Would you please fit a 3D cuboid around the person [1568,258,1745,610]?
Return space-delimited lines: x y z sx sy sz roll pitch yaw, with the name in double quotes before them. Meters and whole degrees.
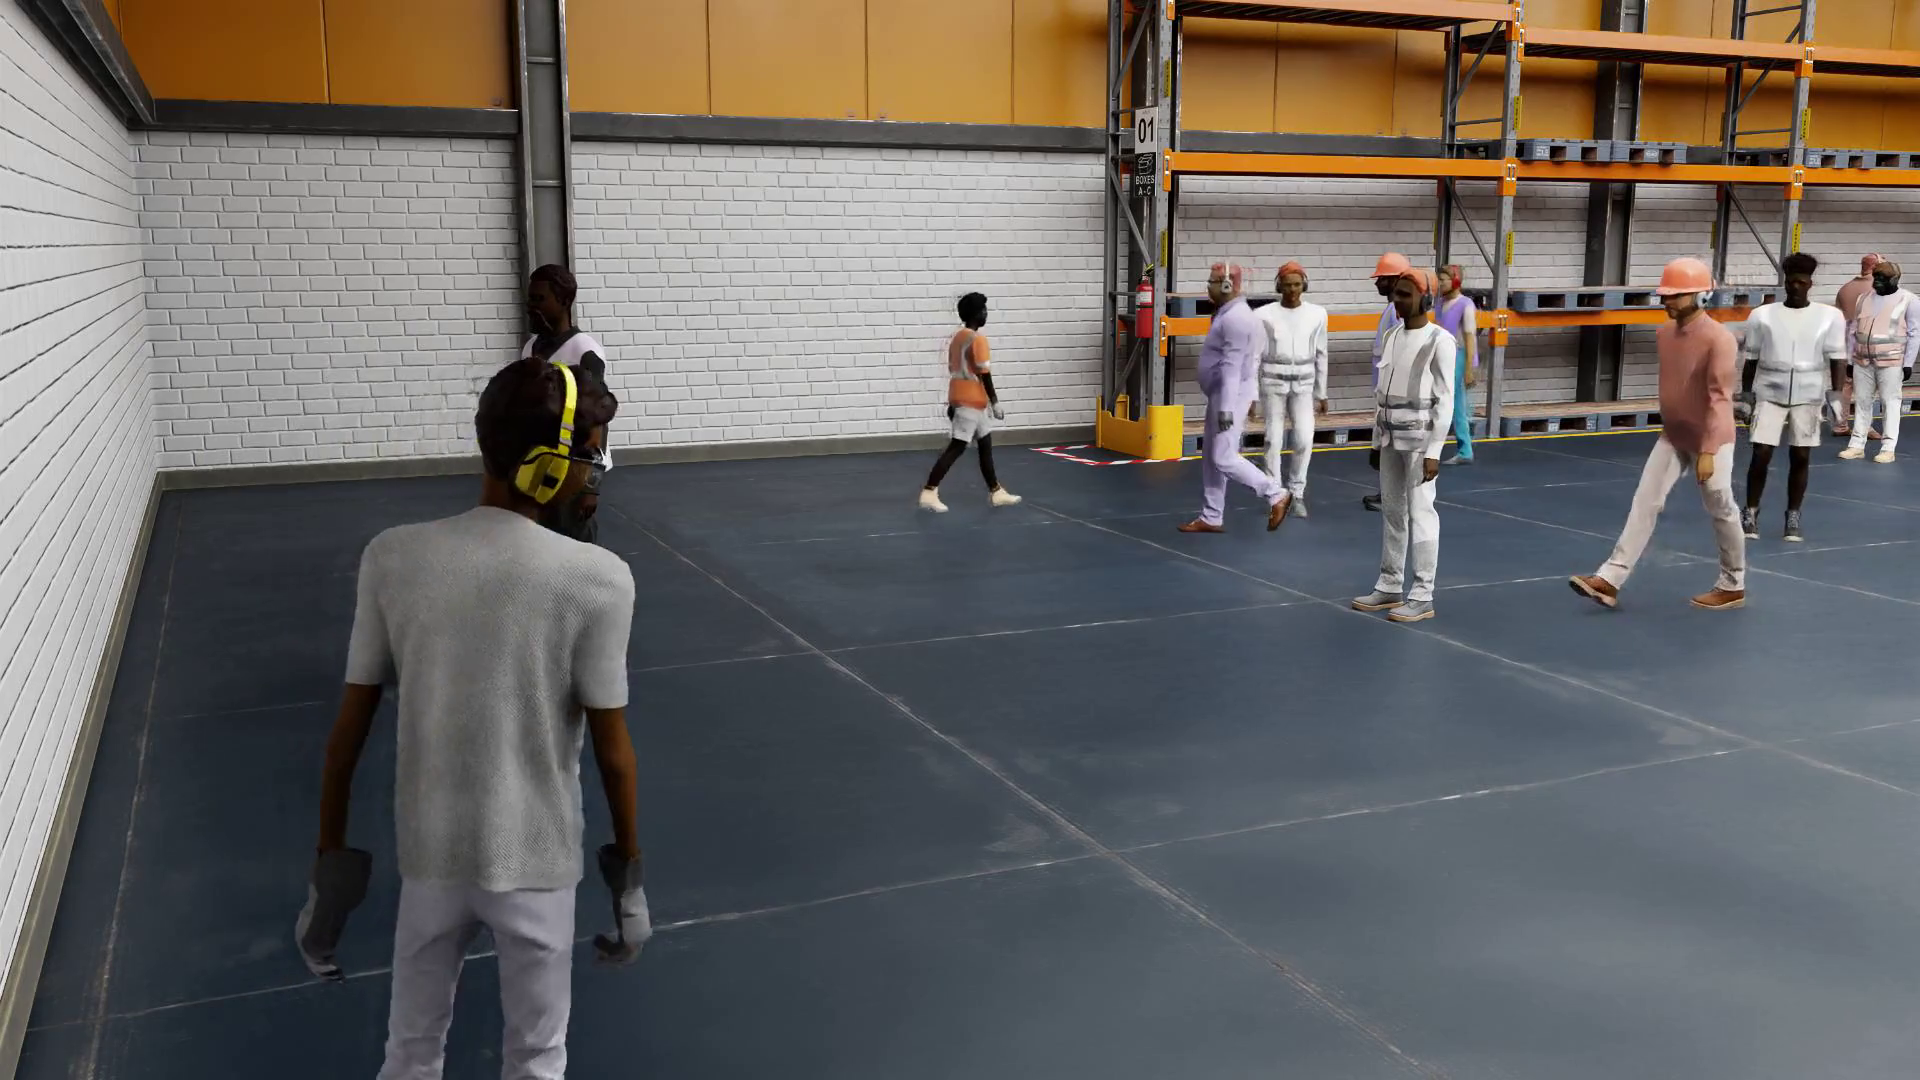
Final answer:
"person" 3.882 -0.539 8.966 1.099 1.921 0.643 -3 11 -16

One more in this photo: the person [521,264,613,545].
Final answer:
"person" -1.827 -0.302 7.676 0.590 1.922 0.391 10 14 44

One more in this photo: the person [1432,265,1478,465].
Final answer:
"person" 4.297 -1.543 14.900 0.857 1.813 0.590 -1 10 -6

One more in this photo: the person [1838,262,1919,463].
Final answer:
"person" 8.471 -1.635 15.329 0.429 1.840 0.632 -6 12 -31

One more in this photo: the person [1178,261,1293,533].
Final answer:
"person" 1.899 -0.956 11.396 0.682 1.891 0.650 1 10 5

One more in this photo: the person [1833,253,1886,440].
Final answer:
"person" 9.304 -1.984 17.090 0.403 1.906 0.652 -3 11 -18

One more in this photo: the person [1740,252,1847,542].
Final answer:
"person" 5.626 -0.963 11.269 0.637 1.956 0.422 5 11 25

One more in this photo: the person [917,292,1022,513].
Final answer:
"person" 0.051 -1.035 12.508 0.880 1.655 0.534 -3 11 -16

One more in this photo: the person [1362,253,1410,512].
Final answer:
"person" 3.228 -1.180 12.519 0.364 1.935 0.553 2 10 12

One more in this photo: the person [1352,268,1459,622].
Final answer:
"person" 2.401 -0.509 8.933 0.355 1.885 0.575 -4 11 -23

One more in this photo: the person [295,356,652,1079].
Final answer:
"person" -0.862 0.597 2.929 0.616 1.828 0.460 1 10 5

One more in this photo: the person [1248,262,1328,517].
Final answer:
"person" 2.396 -1.082 12.162 0.621 1.865 0.504 0 10 -1
